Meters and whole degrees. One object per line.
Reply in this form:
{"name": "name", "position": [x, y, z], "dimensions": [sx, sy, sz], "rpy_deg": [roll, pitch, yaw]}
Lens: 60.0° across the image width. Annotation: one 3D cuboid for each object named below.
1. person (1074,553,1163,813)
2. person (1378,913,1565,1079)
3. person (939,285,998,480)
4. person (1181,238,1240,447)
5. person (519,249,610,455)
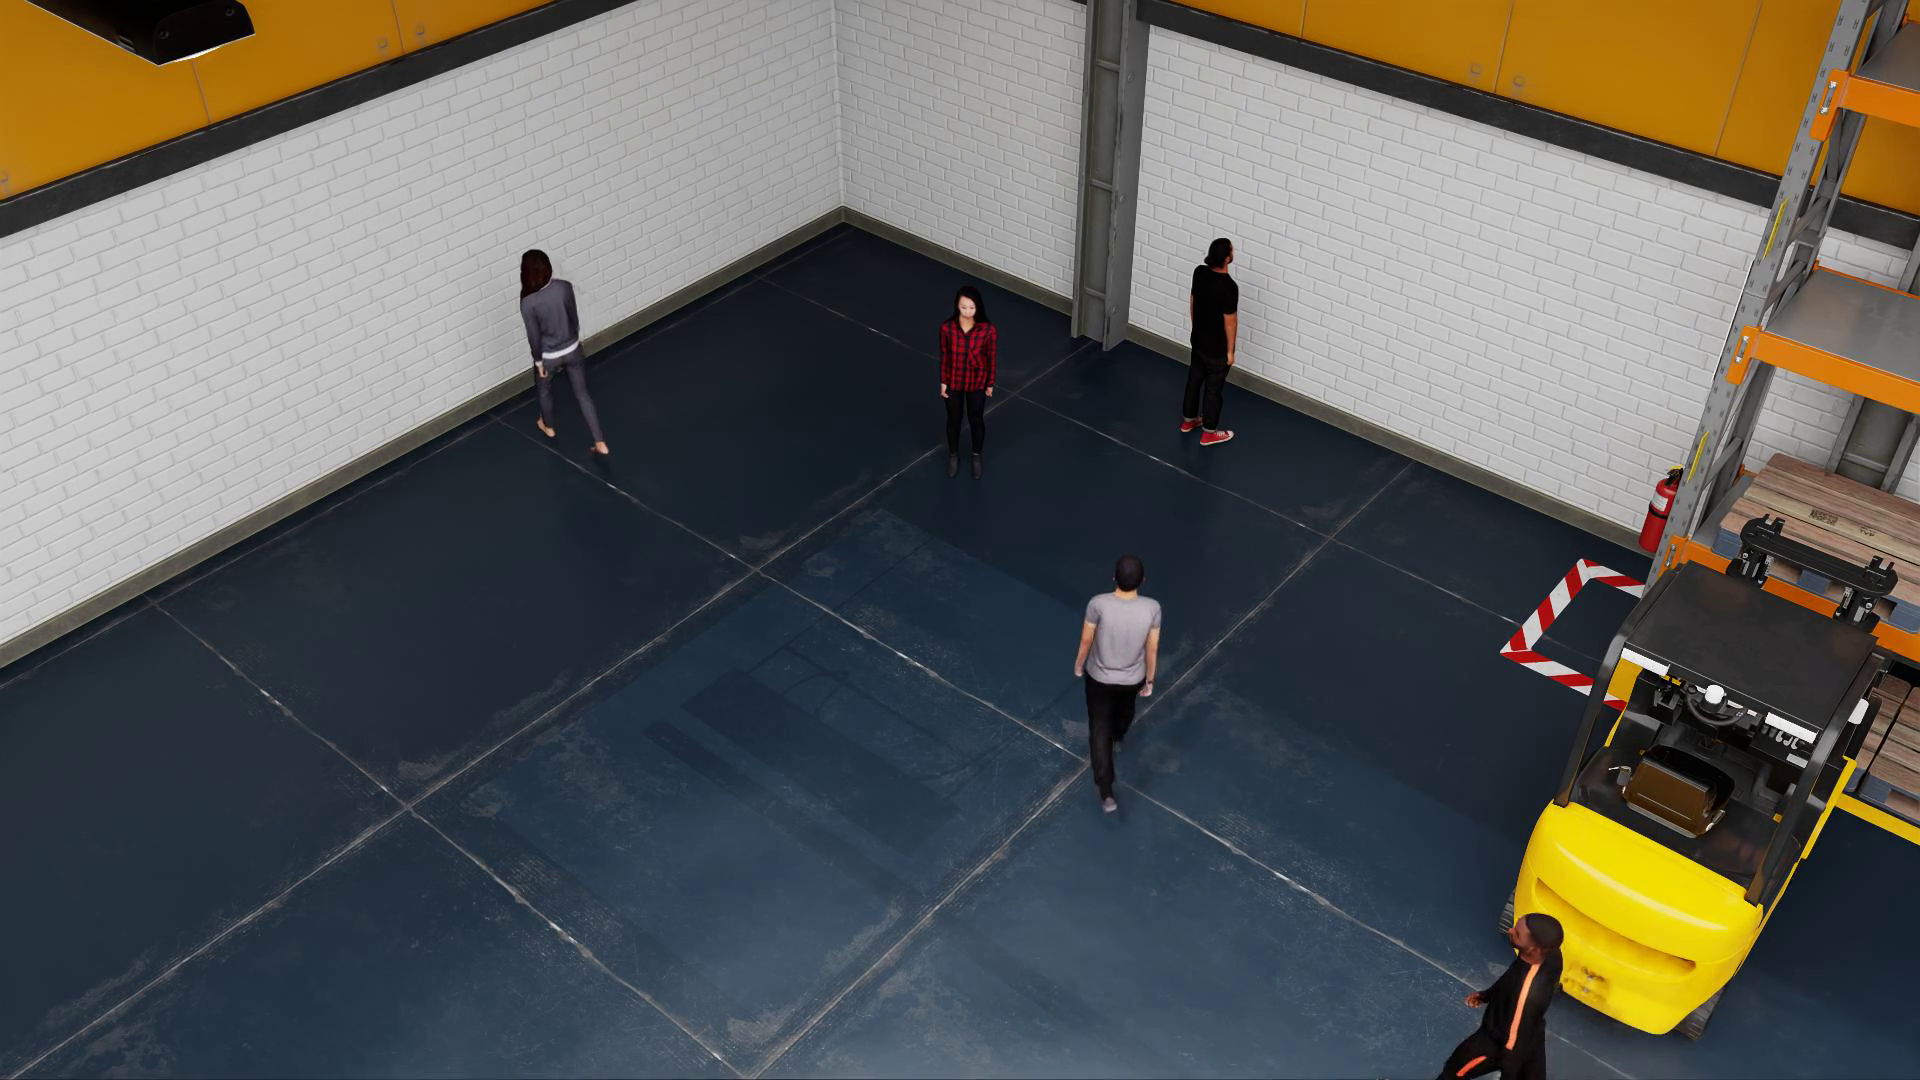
{"name": "person", "position": [0.927, 0.847, 9.874], "dimensions": [1.097, 1.732, 1.166], "rpy_deg": [-4, 39, -5]}
{"name": "person", "position": [2.702, 2.417, 7.886], "dimensions": [1.226, 1.759, 0.627], "rpy_deg": [25, 45, 28]}
{"name": "person", "position": [0.042, -1.201, 12.502], "dimensions": [0.627, 1.652, 0.718], "rpy_deg": [3, 39, 3]}
{"name": "person", "position": [1.943, -1.542, 12.845], "dimensions": [0.748, 1.757, 0.607], "rpy_deg": [-23, 44, -26]}
{"name": "person", "position": [-3.016, -1.406, 12.690], "dimensions": [0.807, 1.739, 1.144], "rpy_deg": [-24, 45, -27]}
